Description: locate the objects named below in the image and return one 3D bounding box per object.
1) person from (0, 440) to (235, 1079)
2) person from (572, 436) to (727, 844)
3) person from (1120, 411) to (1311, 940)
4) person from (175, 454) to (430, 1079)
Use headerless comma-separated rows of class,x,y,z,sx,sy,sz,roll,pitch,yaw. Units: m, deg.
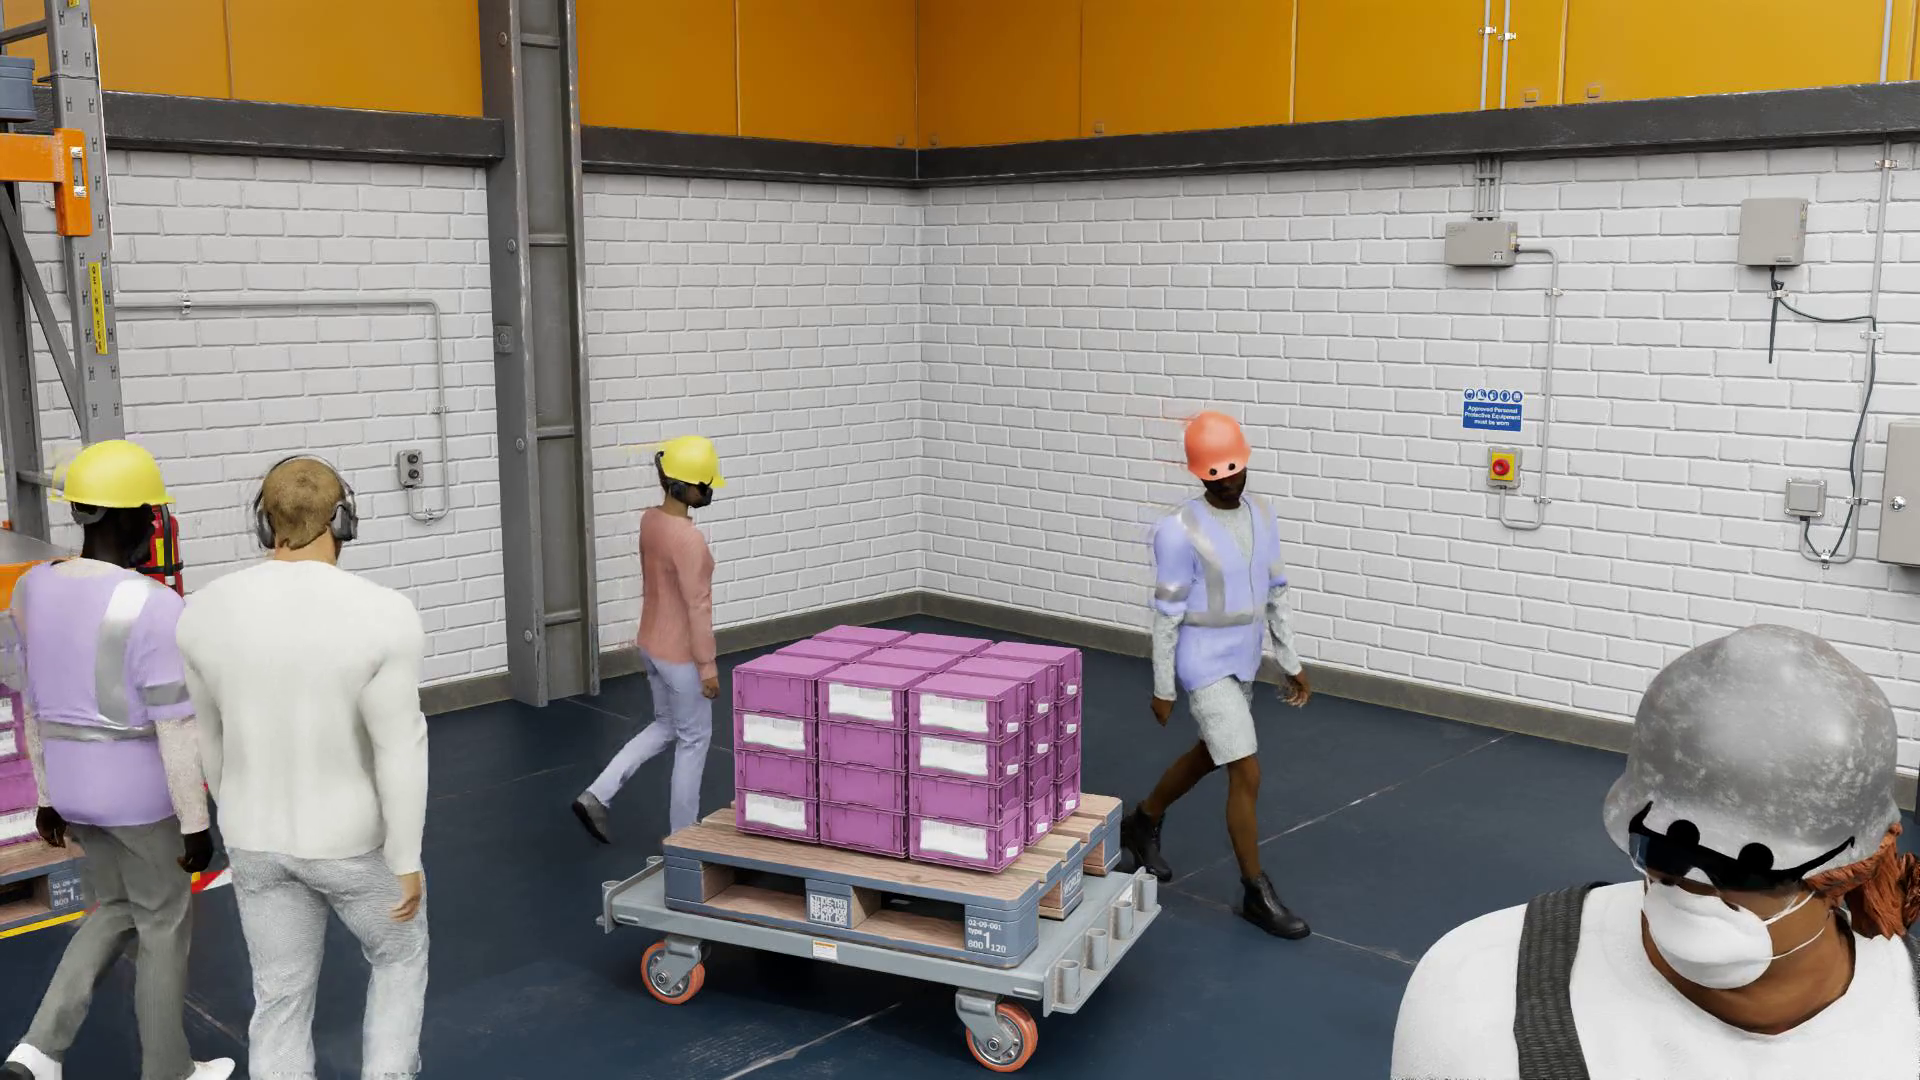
person,-2.309,0.685,4.513,0.599,1.907,0.542,4,10,23
person,-1.176,0.448,6.533,0.550,1.730,0.548,-6,11,-31
person,0.889,0.445,6.091,0.583,1.881,0.934,-9,13,-43
person,-1.592,0.742,4.161,0.631,1.908,0.570,0,9,2
